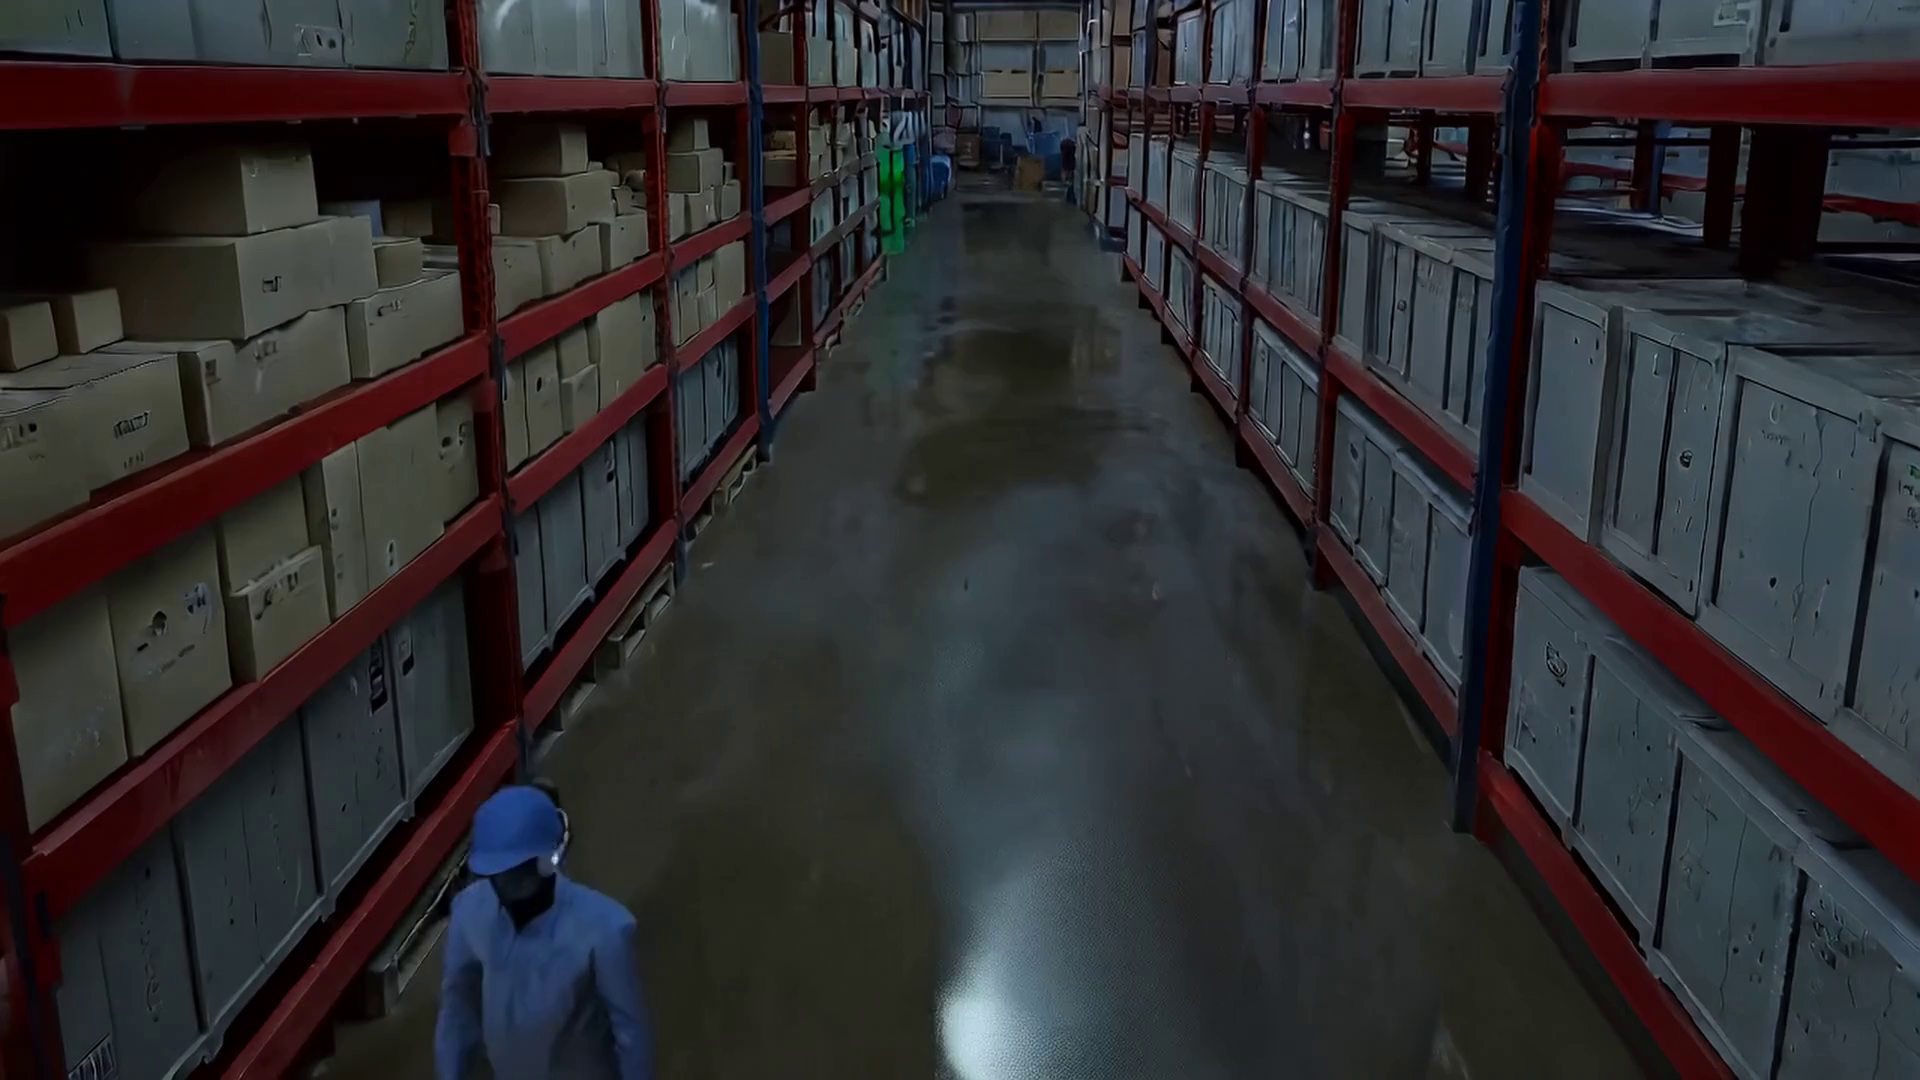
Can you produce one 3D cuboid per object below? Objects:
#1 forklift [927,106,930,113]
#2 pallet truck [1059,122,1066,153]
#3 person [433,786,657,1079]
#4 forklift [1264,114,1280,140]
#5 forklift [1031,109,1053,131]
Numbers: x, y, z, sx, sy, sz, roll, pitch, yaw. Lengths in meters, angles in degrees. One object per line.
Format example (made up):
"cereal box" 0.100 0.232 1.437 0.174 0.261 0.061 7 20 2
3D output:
"forklift" -2.001 -20.667 84.687 1.129 2.768 1.873 0 15 2
"pallet truck" 5.788 -21.111 88.014 1.885 1.965 0.823 5 16 18
"person" -1.165 1.470 4.561 0.585 1.699 0.900 6 16 22
"forklift" 11.026 -13.989 59.839 1.129 2.768 1.873 0 15 2
"forklift" 3.409 -16.577 69.470 1.129 2.768 1.873 0 15 2
